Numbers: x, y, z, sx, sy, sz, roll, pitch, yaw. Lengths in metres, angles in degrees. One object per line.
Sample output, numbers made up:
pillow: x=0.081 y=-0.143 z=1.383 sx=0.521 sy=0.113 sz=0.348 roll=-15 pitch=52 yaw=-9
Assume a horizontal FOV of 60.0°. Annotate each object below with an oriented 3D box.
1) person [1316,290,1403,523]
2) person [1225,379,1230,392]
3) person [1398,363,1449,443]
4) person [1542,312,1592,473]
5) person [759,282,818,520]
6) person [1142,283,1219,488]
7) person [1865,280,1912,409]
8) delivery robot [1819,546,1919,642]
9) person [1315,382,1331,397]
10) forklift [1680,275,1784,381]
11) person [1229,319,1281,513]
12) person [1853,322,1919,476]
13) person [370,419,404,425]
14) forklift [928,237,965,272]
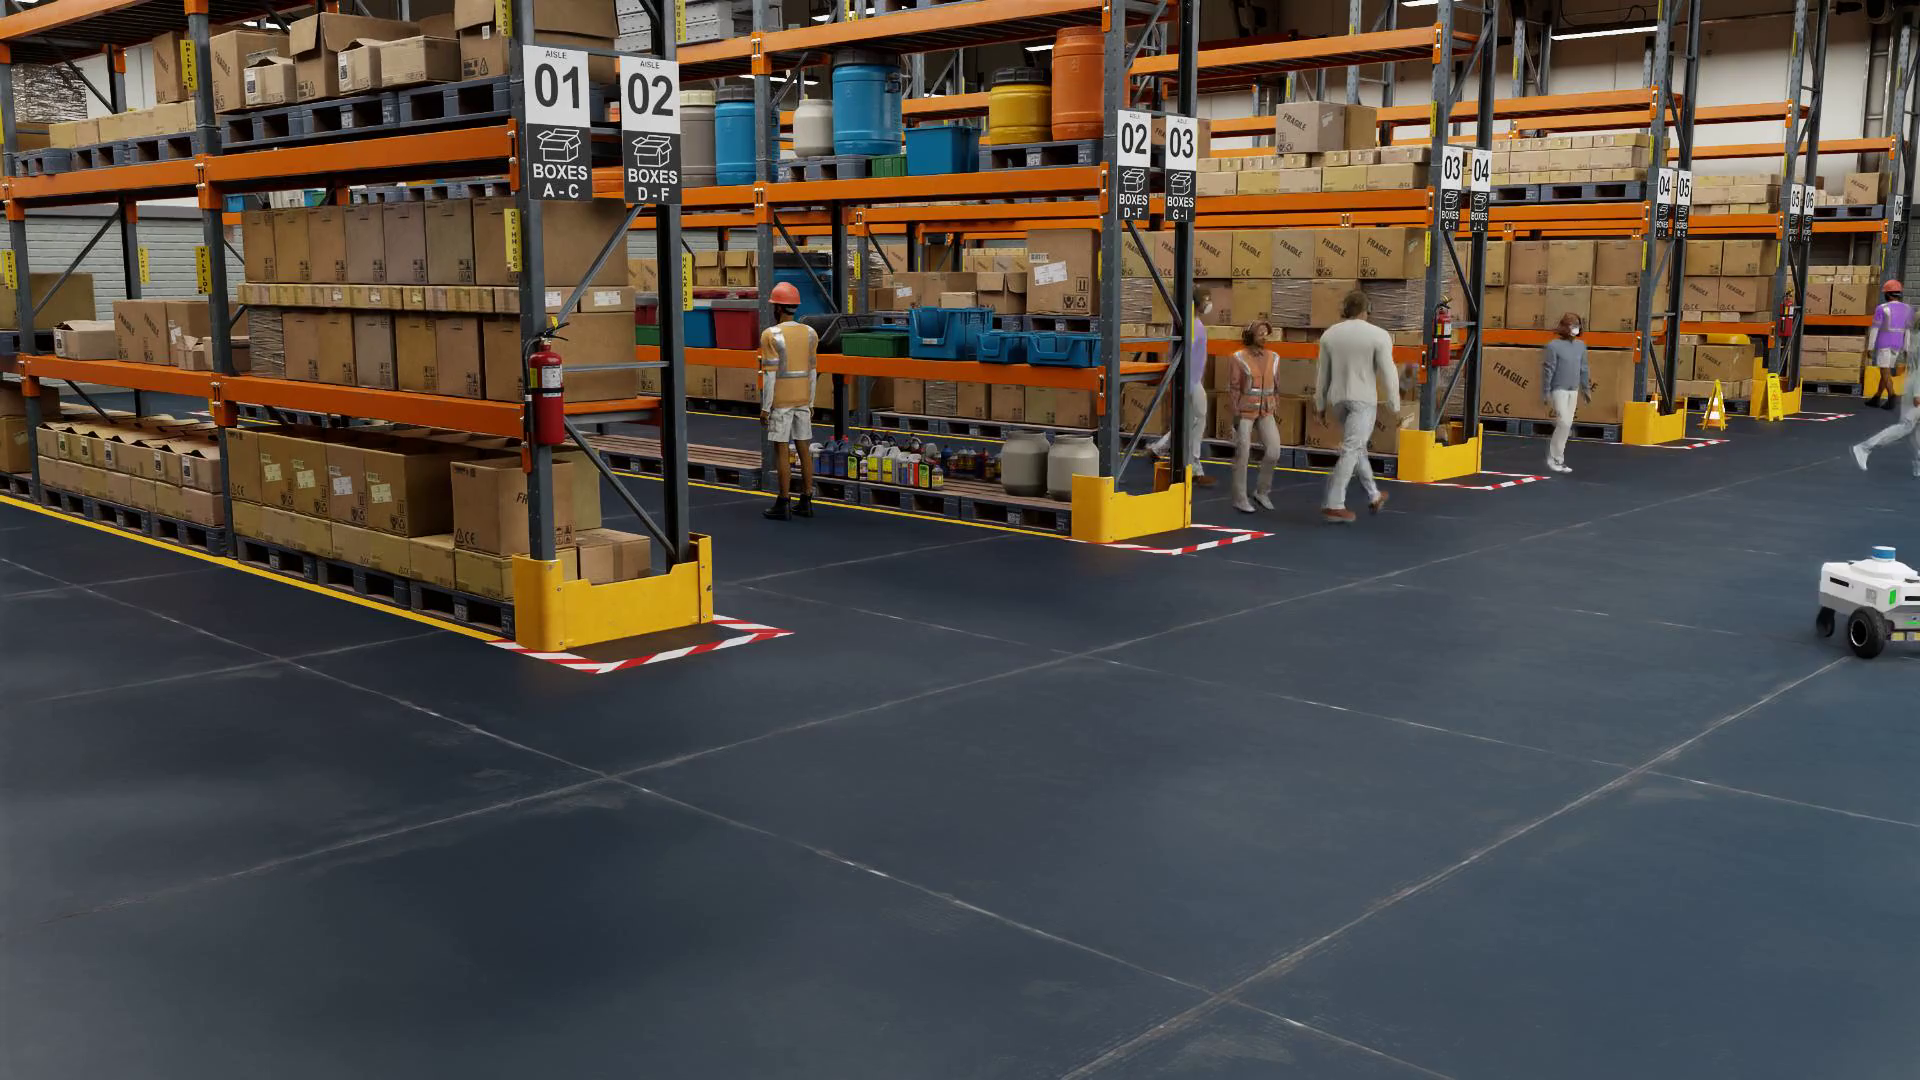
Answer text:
person: x=3.289 y=-1.098 z=13.652 sx=1.016 sy=1.868 sz=0.691 roll=-8 pitch=12 yaw=-40
person: x=3.851 y=-2.517 z=22.608 sx=0.947 sy=1.774 sz=0.597 roll=9 pitch=13 yaw=42
person: x=5.434 y=-2.164 z=19.826 sx=0.638 sy=1.981 sz=1.071 roll=-7 pitch=12 yaw=-37
person: x=6.127 y=-1.478 z=16.746 sx=0.501 sy=1.619 sz=0.428 roll=-5 pitch=10 yaw=-26
person: x=-1.425 y=-1.150 z=13.733 sx=0.547 sy=1.942 sz=0.351 roll=-9 pitch=13 yaw=-44
person: x=2.116 y=-1.461 z=15.707 sx=0.620 sy=1.917 sz=0.649 roll=1 pitch=9 yaw=7
person: x=13.695 y=-2.887 z=24.540 sx=0.560 sy=1.899 sz=0.901 roll=-1 pitch=9 yaw=-8
delivery robot: x=5.018 y=0.279 z=9.059 sx=0.477 sy=0.478 sz=0.707 roll=-1 pitch=9 yaw=-3
person: x=4.476 y=-2.034 z=19.472 sx=0.961 sy=1.848 sz=0.581 roll=7 pitch=12 yaw=39
forklift: x=12.480 y=-3.427 z=27.053 sx=1.214 sy=2.155 sz=2.313 roll=9 pitch=13 yaw=43
person: x=2.471 y=-1.035 z=13.974 sx=0.512 sy=1.627 sz=0.418 roll=-3 pitch=10 yaw=-19
person: x=9.398 y=-1.486 z=16.505 sx=0.788 sy=1.710 sz=0.498 roll=5 pitch=11 yaw=28
person: x=-5.305 y=-1.269 z=15.407 sx=0.285 sy=1.633 sz=0.500 roll=8 pitch=12 yaw=39
forklift: x=-0.326 y=-5.817 z=39.609 sx=1.129 sy=2.768 sz=1.873 roll=9 pitch=13 yaw=43
